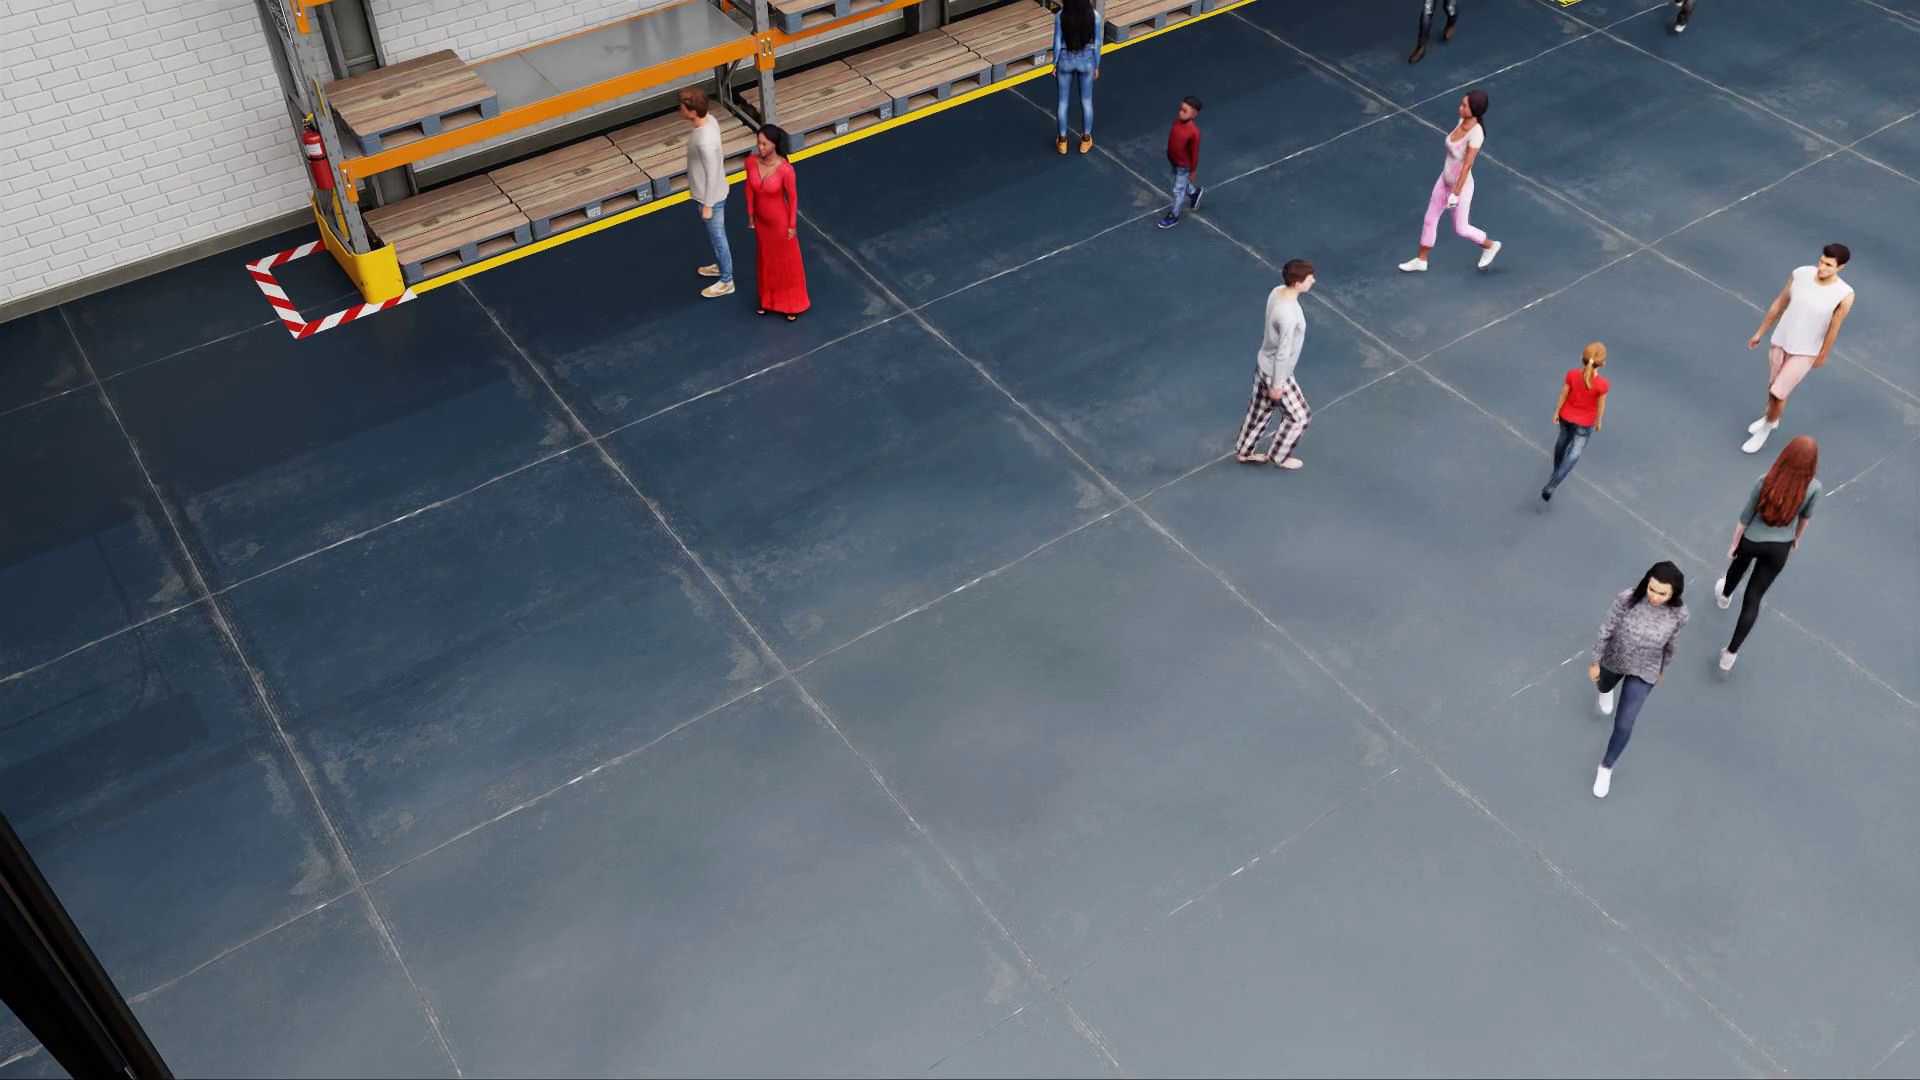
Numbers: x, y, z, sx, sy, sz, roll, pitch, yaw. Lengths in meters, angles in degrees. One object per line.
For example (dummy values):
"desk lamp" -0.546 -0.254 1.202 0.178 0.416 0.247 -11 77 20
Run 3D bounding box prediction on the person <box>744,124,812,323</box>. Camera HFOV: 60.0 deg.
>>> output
"person" -1.518 -2.611 13.689 0.723 1.784 0.755 15 46 15

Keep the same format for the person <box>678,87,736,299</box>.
"person" -2.093 -2.925 13.936 0.736 1.899 0.749 -6 44 -7

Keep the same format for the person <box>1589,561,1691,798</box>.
"person" 4.144 0.705 10.275 0.961 1.693 1.213 19 47 19

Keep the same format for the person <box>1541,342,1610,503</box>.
"person" 4.507 -0.853 12.199 0.597 1.294 0.873 31 51 28

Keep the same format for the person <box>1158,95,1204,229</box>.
"person" 2.043 -3.418 14.929 0.769 1.243 0.535 -22 48 -22

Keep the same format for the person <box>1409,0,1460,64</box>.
"person" 5.016 -5.867 17.041 0.964 1.875 1.176 22 48 21

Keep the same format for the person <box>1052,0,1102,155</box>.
"person" 1.091 -4.454 15.674 0.650 1.714 0.738 2 44 2

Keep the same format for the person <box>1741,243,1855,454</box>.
"person" 6.365 -1.505 12.540 0.796 1.768 0.684 -20 47 -19

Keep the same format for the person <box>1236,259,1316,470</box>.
"person" 2.250 -1.270 12.246 0.908 1.833 0.845 0 44 0

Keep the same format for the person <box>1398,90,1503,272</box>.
"person" 4.310 -3.003 14.149 1.164 1.717 0.926 -5 44 -5

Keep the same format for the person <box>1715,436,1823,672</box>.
"person" 5.260 0.111 10.896 1.053 1.695 1.225 14 45 14
